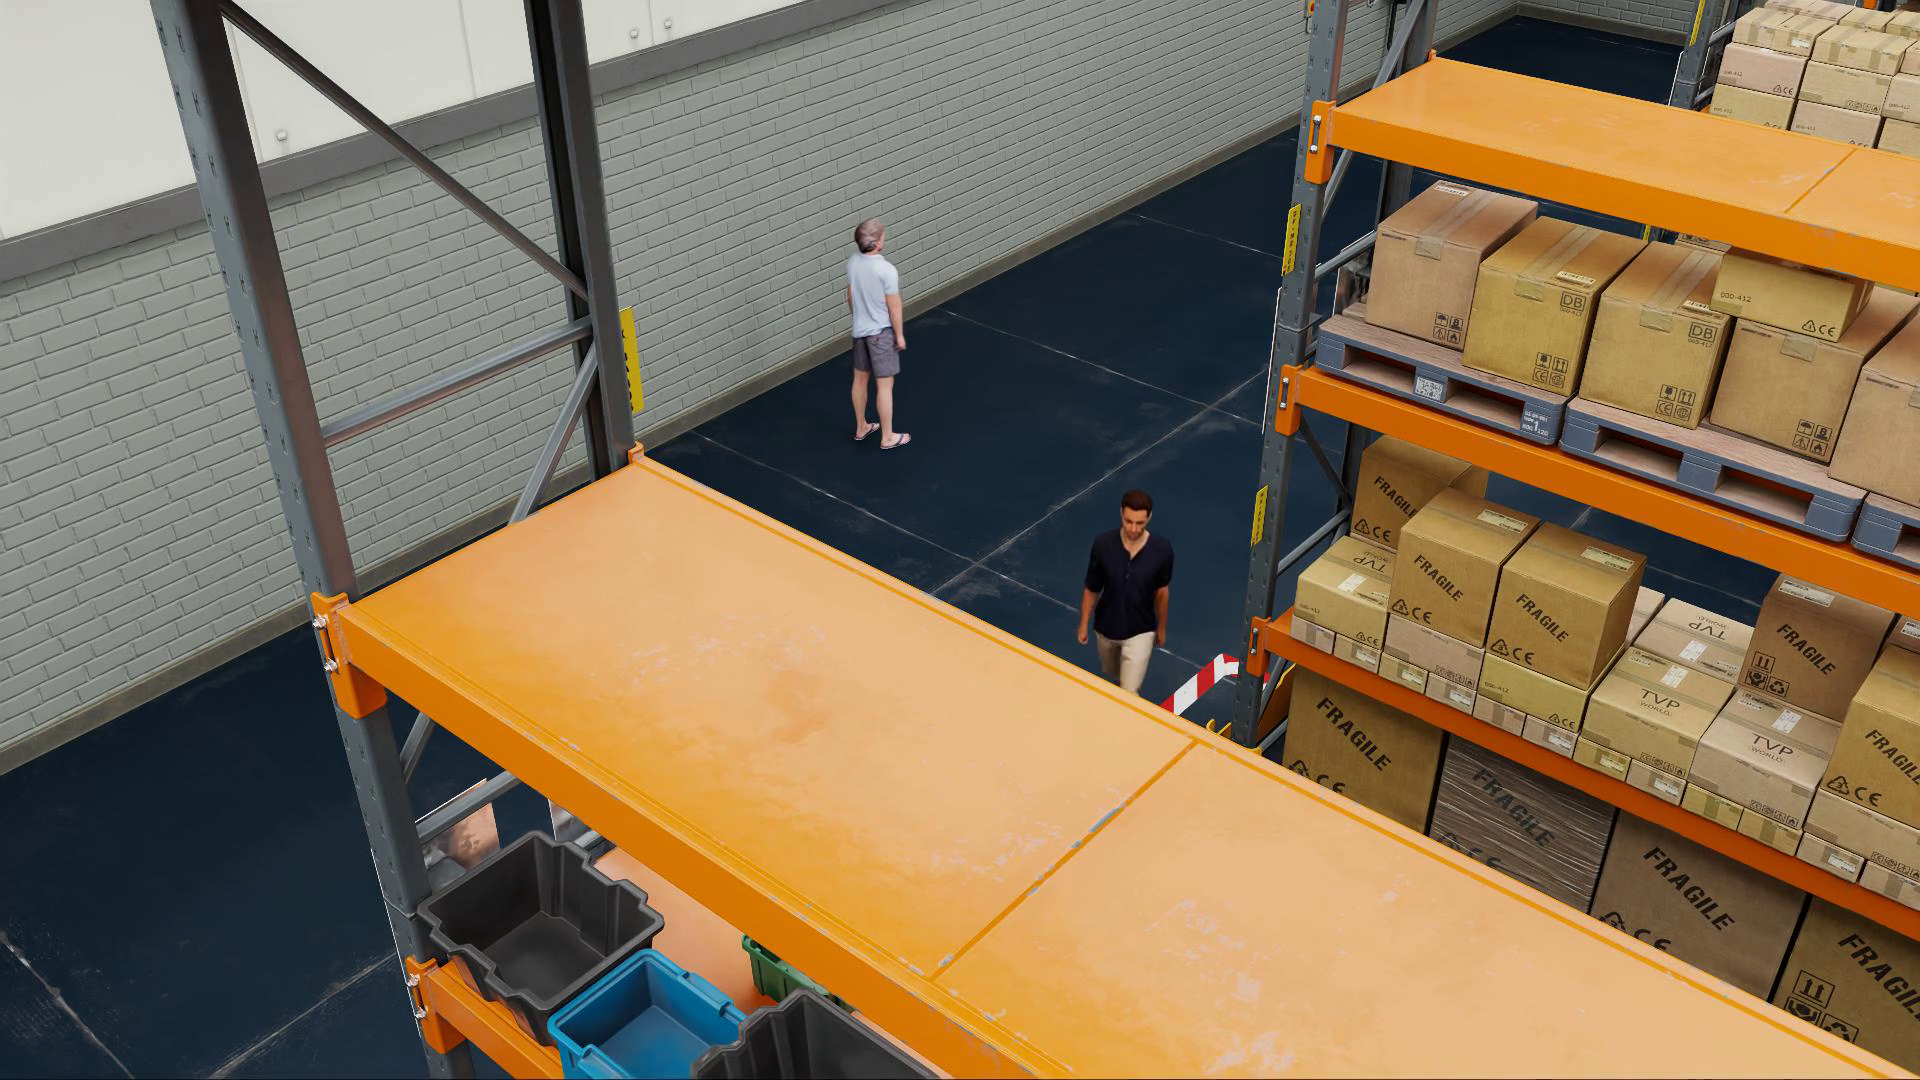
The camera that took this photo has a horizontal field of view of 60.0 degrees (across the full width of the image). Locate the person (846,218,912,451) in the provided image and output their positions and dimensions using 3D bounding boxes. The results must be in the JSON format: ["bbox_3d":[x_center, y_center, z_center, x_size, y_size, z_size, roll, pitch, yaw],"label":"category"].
[{"bbox_3d":[-0.666,-1.567,12.634,0.480,1.832,0.699,24,40,32],"label":"person"}]

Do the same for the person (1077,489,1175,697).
[{"bbox_3d":[0.957,0.459,9.538,1.243,1.811,1.081,9,34,14],"label":"person"}]
